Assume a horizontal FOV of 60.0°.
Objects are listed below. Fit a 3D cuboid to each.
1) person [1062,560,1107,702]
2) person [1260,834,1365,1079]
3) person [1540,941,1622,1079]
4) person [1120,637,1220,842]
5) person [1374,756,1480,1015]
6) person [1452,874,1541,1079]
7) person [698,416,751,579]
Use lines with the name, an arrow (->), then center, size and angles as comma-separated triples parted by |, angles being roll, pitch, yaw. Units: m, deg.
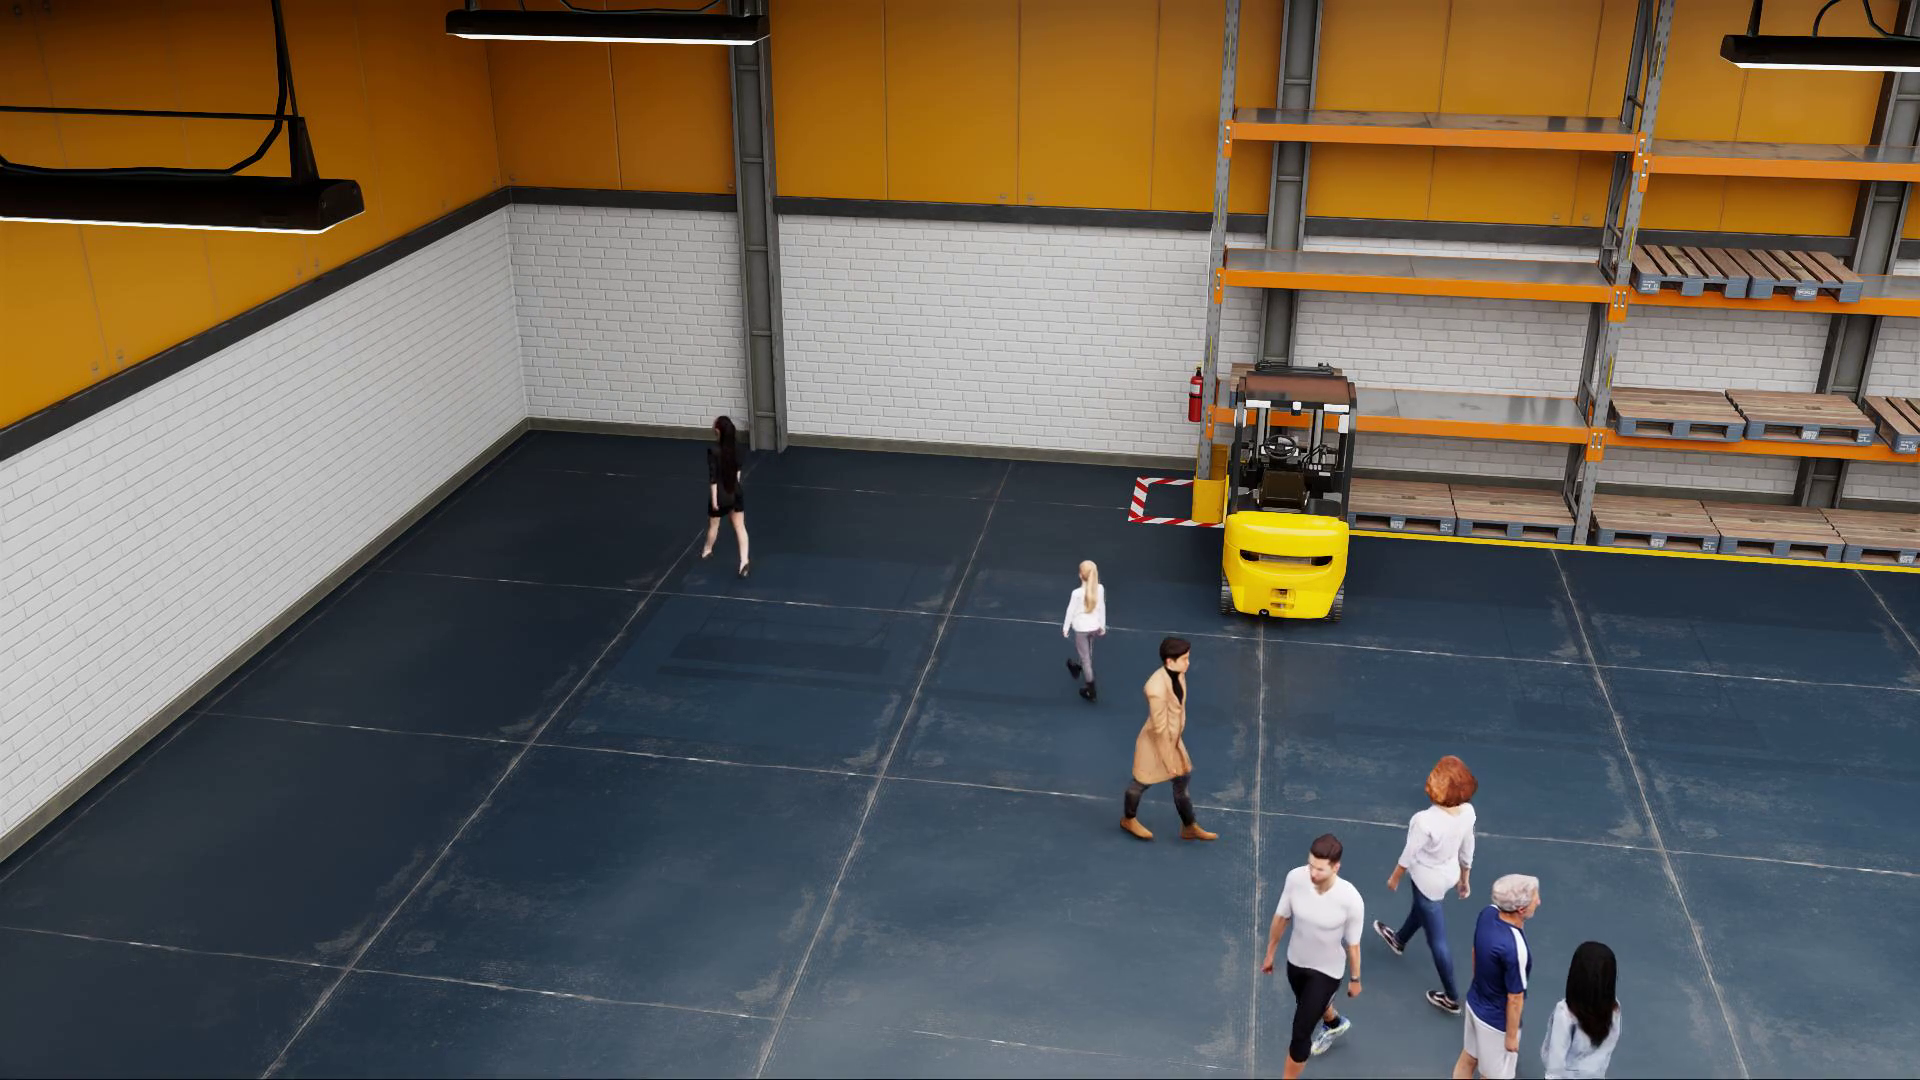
person -> 1.126, 0.801, 14.380 | 0.835, 1.257, 0.857 | -12, 27, -26
person -> 2.139, 2.471, 9.847 | 1.217, 1.828, 1.270 | -22, 32, -40
person -> 3.310, 2.958, 8.912 | 0.820, 1.684, 0.872 | -13, 27, -27
person -> 1.399, 1.466, 12.308 | 1.090, 1.699, 0.893 | 16, 28, 32
person -> 3.088, 2.222, 10.611 | 1.156, 1.672, 1.164 | -13, 27, -27
person -> 3.024, 2.660, 9.403 | 0.650, 1.838, 0.692 | -3, 24, -7
person -> -2.270, -0.397, 16.616 | 1.077, 1.661, 0.944 | 21, 31, 39
